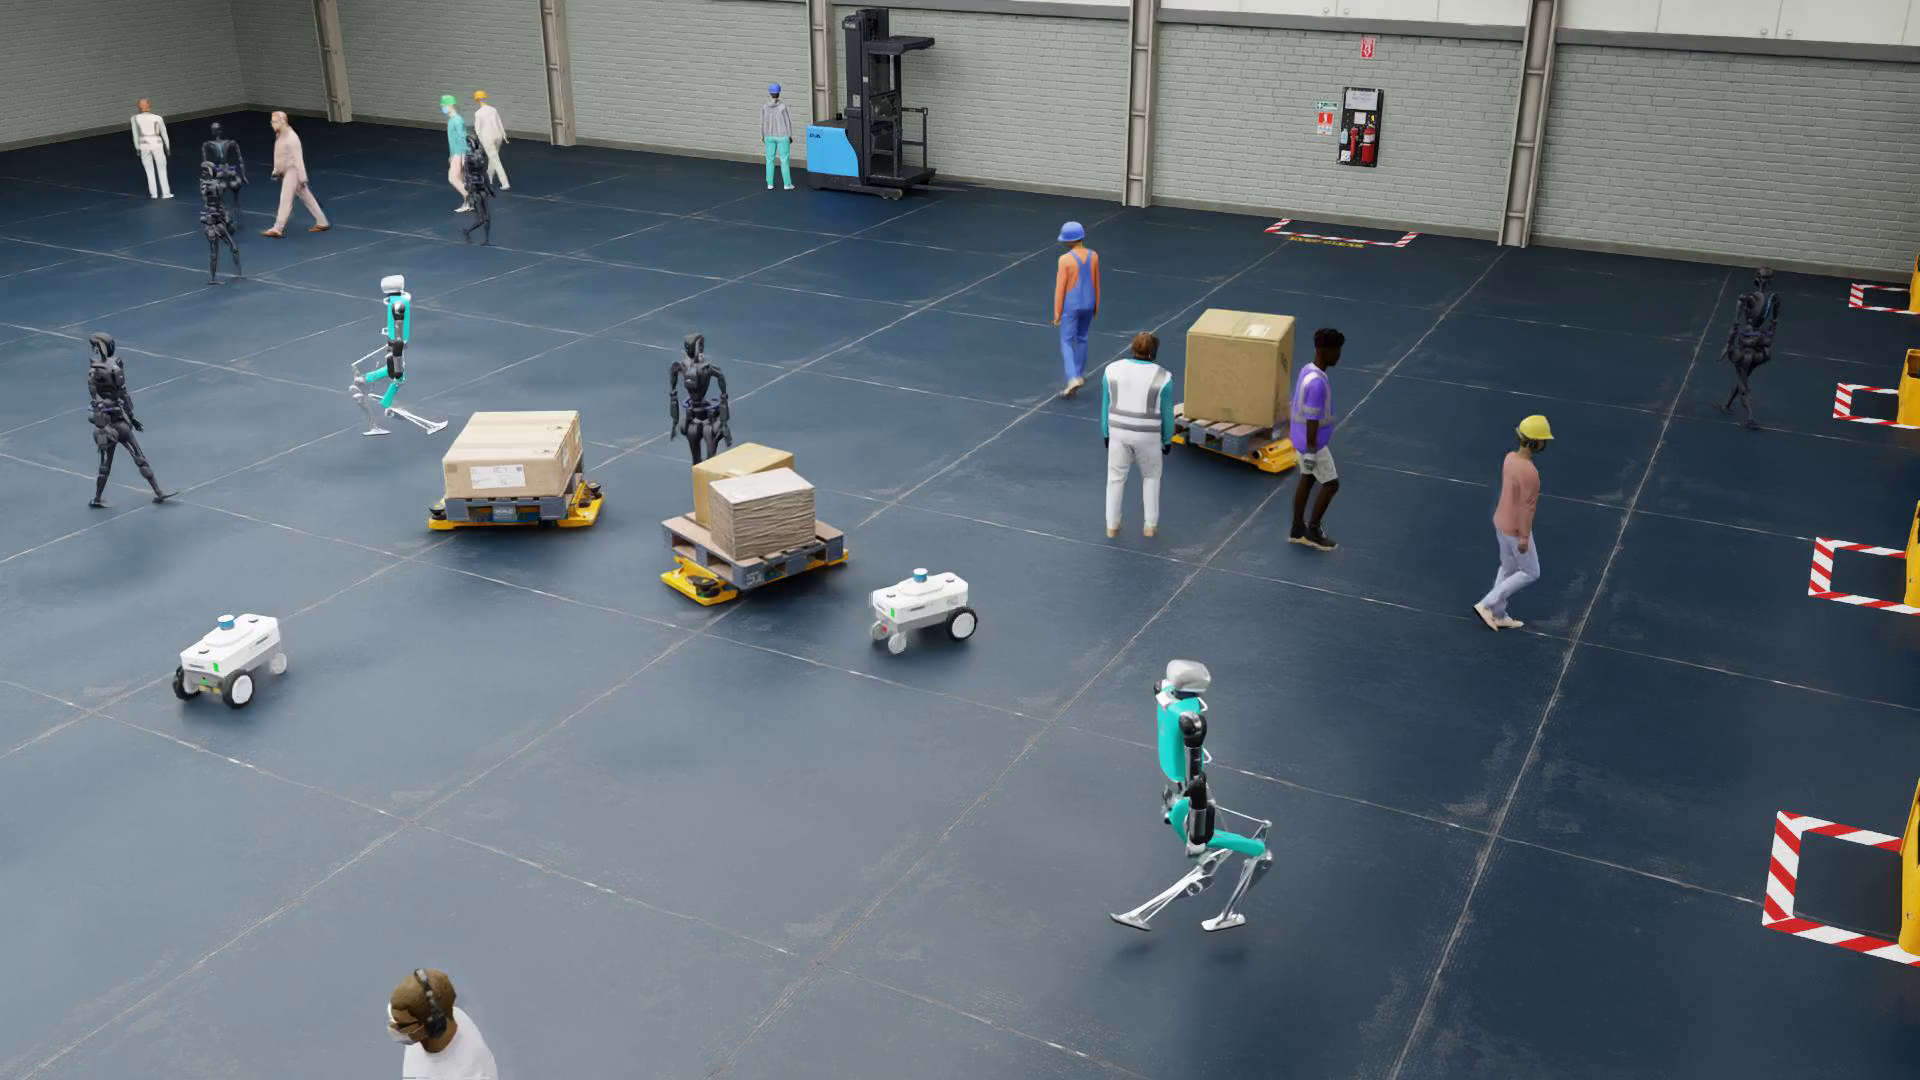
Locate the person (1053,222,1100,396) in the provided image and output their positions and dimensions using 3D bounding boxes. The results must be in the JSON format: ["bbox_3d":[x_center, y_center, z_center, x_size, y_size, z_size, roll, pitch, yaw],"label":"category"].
[{"bbox_3d":[1.303,-2.505,17.974,0.589,1.869,0.818,-9,25,-20],"label":"person"}]

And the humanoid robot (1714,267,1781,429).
[{"bbox_3d":[8.098,-1.996,17.100,0.615,1.626,0.792,-7,24,-16],"label":"humanoid robot"}]

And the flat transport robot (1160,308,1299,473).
[{"bbox_3d":[2.735,-0.996,16.481,0.659,0.231,1.431,-21,31,-40],"label":"flat transport robot"}]

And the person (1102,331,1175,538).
[{"bbox_3d":[1.519,-0.883,14.264,0.628,1.822,0.441,9,25,20],"label":"person"}]

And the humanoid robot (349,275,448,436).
[{"bbox_3d":[-5.664,-1.733,16.347,1.053,1.729,0.573,-6,24,-14],"label":"humanoid robot"}]

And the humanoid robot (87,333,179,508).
[{"bbox_3d":[-7.565,-1.063,14.905,0.777,1.622,0.609,1,23,2],"label":"humanoid robot"}]

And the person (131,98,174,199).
[{"bbox_3d":[-13.338,-6.457,27.469,0.524,1.627,0.321,-6,24,-14],"label":"person"}]

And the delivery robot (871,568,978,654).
[{"bbox_3d":[-0.294,0.501,12.618,0.774,0.583,0.499,-14,27,-29],"label":"delivery robot"}]

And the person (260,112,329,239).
[{"bbox_3d":[-10.060,-5.477,24.915,1.039,1.845,0.651,-13,27,-28],"label":"person"}]

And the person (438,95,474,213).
[{"bbox_3d":[-7.988,-6.116,26.390,0.433,1.852,0.546,-12,26,-25],"label":"person"}]

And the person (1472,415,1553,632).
[{"bbox_3d":[4.190,-0.104,12.511,0.396,1.750,0.536,0,23,-1],"label":"person"}]

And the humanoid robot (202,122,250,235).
[{"bbox_3d":[-11.079,-5.470,25.123,0.611,1.640,0.558,-9,25,-21],"label":"humanoid robot"}]

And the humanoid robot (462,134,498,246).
[{"bbox_3d":[-7.070,-5.106,24.275,0.431,1.649,0.612,6,24,14],"label":"humanoid robot"}]

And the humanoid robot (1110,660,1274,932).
[{"bbox_3d":[1.328,1.434,8.946,0.982,1.738,0.546,-5,24,-11],"label":"humanoid robot"}]

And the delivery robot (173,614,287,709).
[{"bbox_3d":[-5.199,0.840,11.864,0.499,0.610,0.811,7,24,16],"label":"delivery robot"}]

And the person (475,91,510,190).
[{"bbox_3d":[-7.955,-6.793,28.250,0.907,1.617,0.537,17,28,34],"label":"person"}]

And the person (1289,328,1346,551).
[{"bbox_3d":[3.054,-0.849,14.013,0.548,1.939,0.652,2,23,5],"label":"person"}]

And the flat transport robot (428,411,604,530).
[{"bbox_3d":[-3.960,-0.315,14.896,1.431,0.231,0.659,-1,23,-3],"label":"flat transport robot"}]

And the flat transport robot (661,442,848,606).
[{"bbox_3d":[-1.683,0.179,13.746,1.431,0.231,0.659,-19,30,-37],"label":"flat transport robot"}]

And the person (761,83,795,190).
[{"bbox_3d":[-3.098,-6.807,28.101,0.532,1.778,0.356,5,24,11],"label":"person"}]

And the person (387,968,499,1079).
[{"bbox_3d":[-2.007,2.464,6.354,0.890,1.902,0.671,-16,28,-32],"label":"person"}]

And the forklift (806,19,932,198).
[{"bbox_3d":[-1.573,-7.292,27.850,1.873,2.768,1.129,12,26,25],"label":"forklift"}]

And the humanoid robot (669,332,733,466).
[{"bbox_3d":[-2.309,-1.069,14.891,0.602,1.634,0.575,7,24,16],"label":"humanoid robot"}]

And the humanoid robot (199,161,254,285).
[{"bbox_3d":[-9.923,-4.245,22.271,0.567,1.639,0.615,-1,23,-3],"label":"humanoid robot"}]
